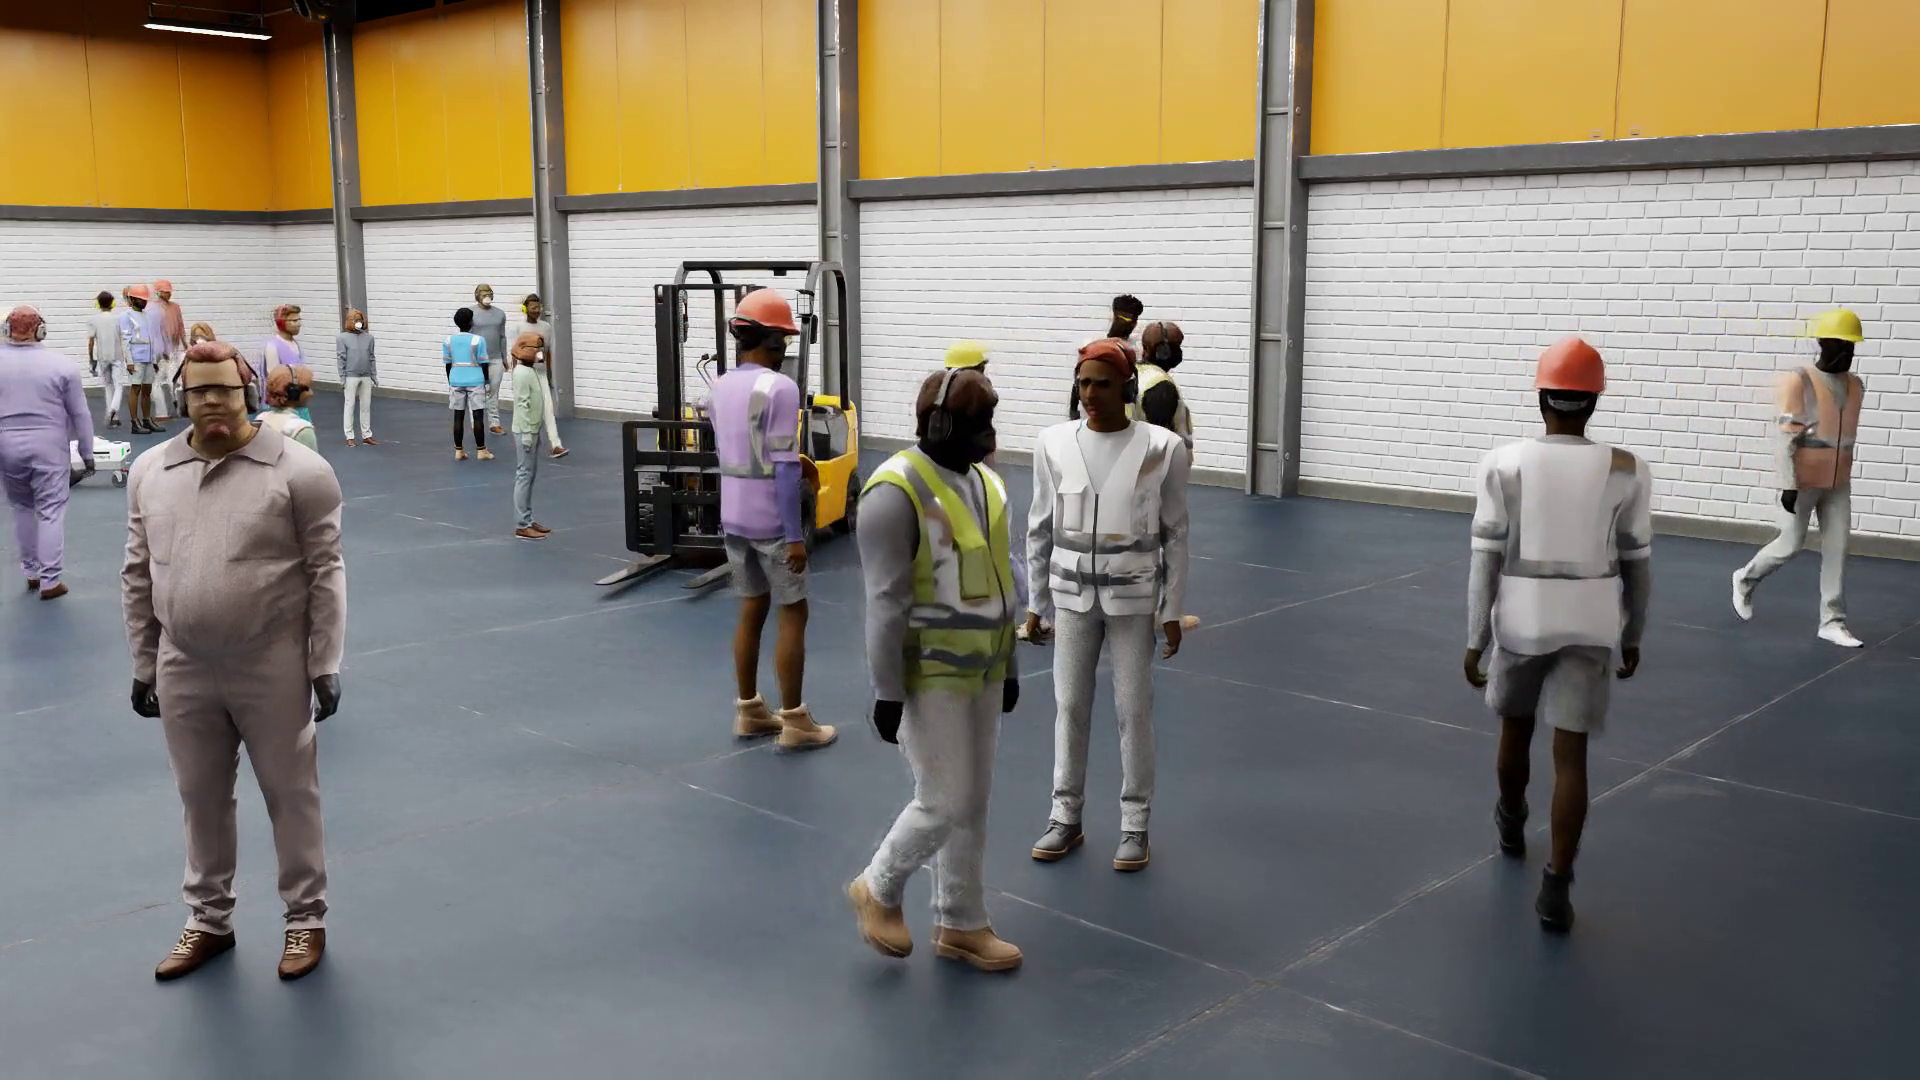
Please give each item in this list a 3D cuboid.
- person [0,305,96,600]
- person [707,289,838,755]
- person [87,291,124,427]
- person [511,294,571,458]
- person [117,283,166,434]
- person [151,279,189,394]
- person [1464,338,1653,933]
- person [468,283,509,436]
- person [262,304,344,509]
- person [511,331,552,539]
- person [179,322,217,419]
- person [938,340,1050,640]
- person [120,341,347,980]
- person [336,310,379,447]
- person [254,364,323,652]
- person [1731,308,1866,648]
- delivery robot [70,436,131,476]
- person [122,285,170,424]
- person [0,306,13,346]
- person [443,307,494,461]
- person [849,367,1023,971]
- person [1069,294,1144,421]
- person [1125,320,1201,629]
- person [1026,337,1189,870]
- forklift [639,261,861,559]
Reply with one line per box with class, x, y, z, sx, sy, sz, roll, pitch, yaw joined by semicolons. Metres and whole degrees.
person;-6.002;-0.580;10.861;0.669;1.878;0.796;-2;10;-14
person;-0.851;-0.084;7.355;0.419;2.030;0.653;-8;12;-40
person;-11.325;-2.396;22.165;0.549;1.834;0.817;-2;10;-14
person;-4.691;-1.804;18.518;0.562;1.820;0.923;-8;12;-40
person;-10.533;-2.329;21.423;0.364;1.933;0.543;2;9;11
person;-12.590;-3.140;26.299;0.890;1.968;0.607;3;10;19
person;2.008;0.273;5.604;0.570;1.883;0.987;3;10;19
person;-6.025;-2.283;21.124;0.352;1.937;0.635;9;13;44
person;-5.878;-1.144;14.499;0.805;1.822;0.581;0;9;3
person;-3.397;-0.833;13.163;0.279;1.631;0.504;-1;9;-5
person;-7.325;-1.315;16.218;0.514;1.591;0.804;-2;10;-13
person;0.103;-0.273;9.473;0.897;1.722;0.530;0;9;-1
person;-2.171;0.368;4.963;0.652;1.908;0.409;0;9;1
person;-7.215;-1.937;19.934;0.286;1.633;0.499;7;12;39
person;-3.519;-0.102;8.708;0.521;1.630;0.322;7;12;38
person;4.878;-0.377;9.550;0.591;1.906;0.793;-2;10;-14
delivery robot;-8.458;-0.829;16.152;0.707;0.478;0.477;-3;10;-17
person;-11.093;-2.515;22.683;0.543;1.895;0.704;1;9;5
person;-11.462;-2.093;19.689;0.606;2.038;0.393;-2;9;-11
person;-5.433;-1.715;18.374;0.533;1.699;0.318;2;9;9
person;-0.037;0.399;4.995;0.452;1.831;0.654;6;11;33
person;1.181;-0.972;13.117;0.623;1.919;0.658;-4;10;-22
person;1.096;-0.371;9.747;0.593;1.825;0.634;-1;9;-6
person;0.511;0.227;5.894;0.584;1.882;0.339;4;10;21
forklift;-1.552;-1.040;12.721;1.214;2.155;2.313;2;9;11
